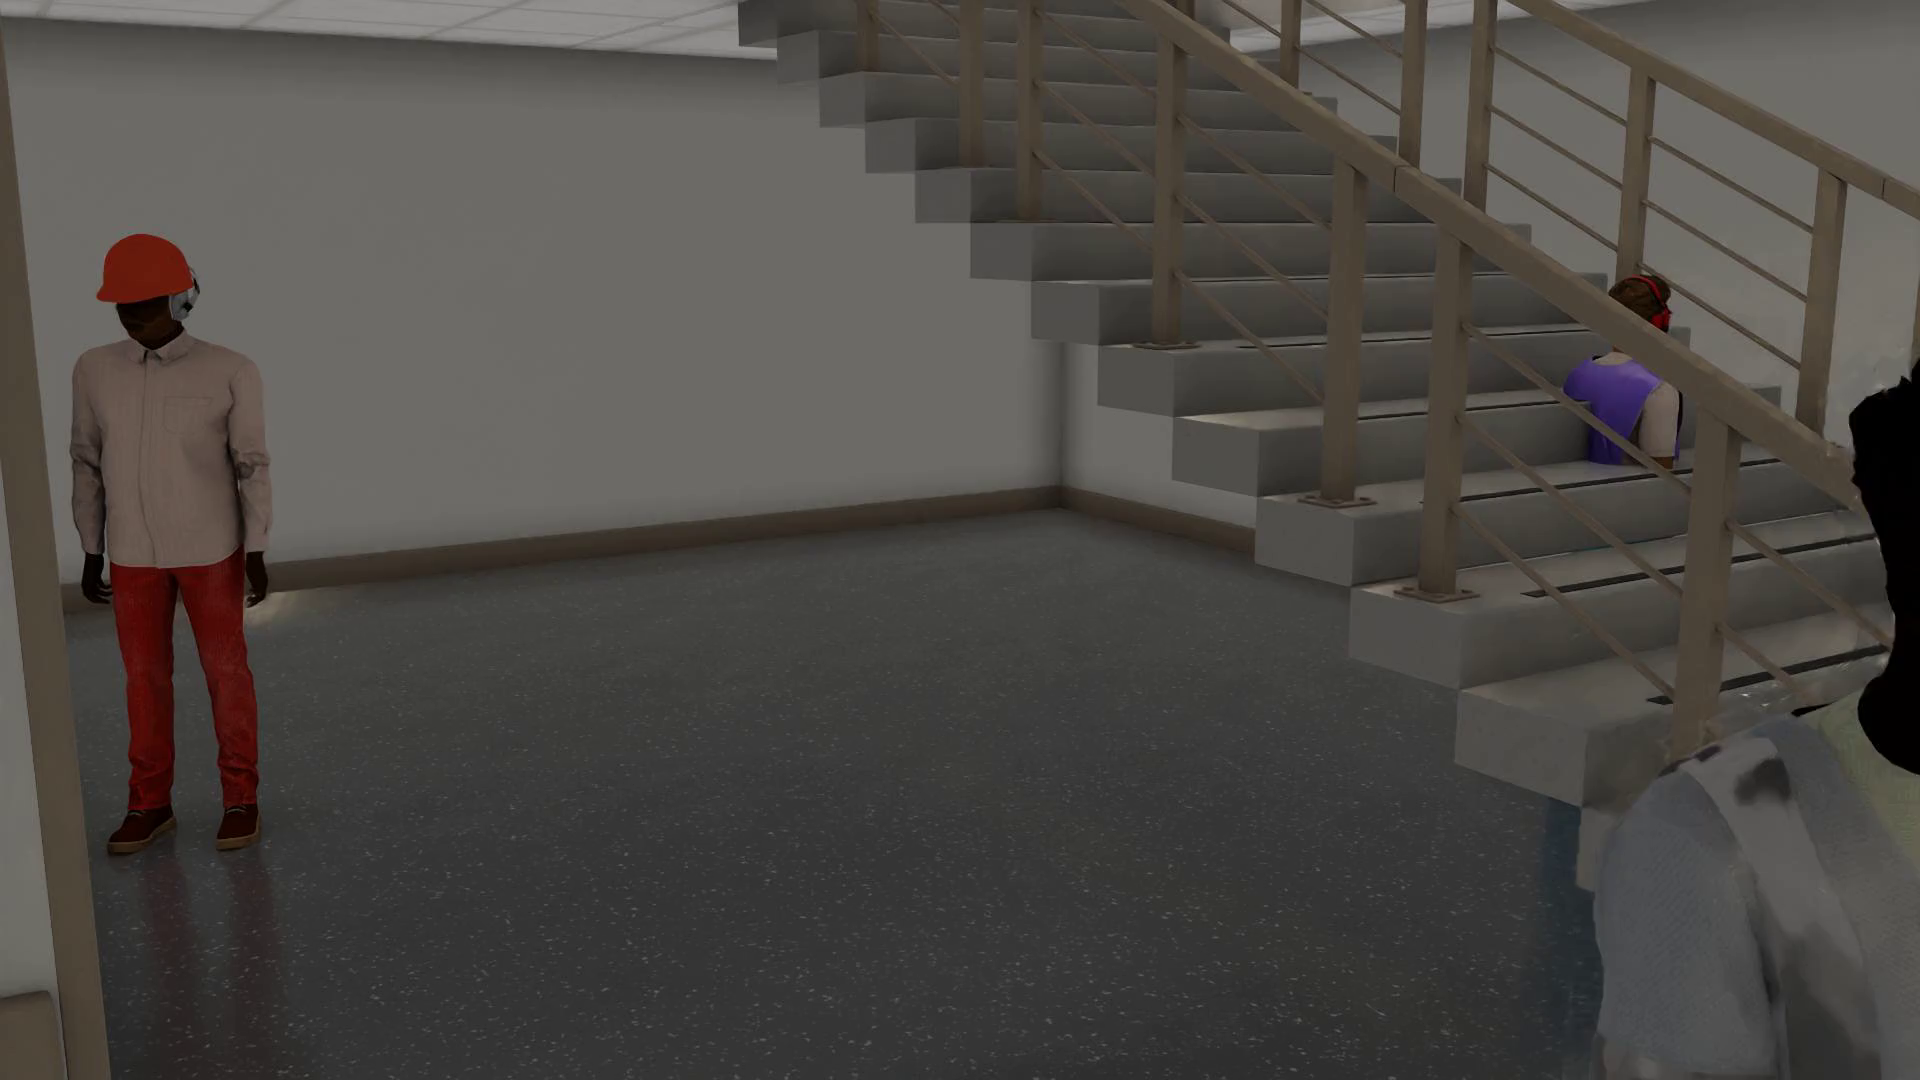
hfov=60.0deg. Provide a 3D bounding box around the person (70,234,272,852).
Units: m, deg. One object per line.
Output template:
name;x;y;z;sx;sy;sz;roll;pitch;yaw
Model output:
person;-2.530;0.027;5.345;0.608;1.987;0.391;-1;11;-4

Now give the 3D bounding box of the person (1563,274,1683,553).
person;2.287;0.007;5.819;0.390;1.848;0.564;-3;11;-14

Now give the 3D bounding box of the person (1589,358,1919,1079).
person;0.882;0.791;1.497;0.632;1.914;1.004;-2;11;-9
